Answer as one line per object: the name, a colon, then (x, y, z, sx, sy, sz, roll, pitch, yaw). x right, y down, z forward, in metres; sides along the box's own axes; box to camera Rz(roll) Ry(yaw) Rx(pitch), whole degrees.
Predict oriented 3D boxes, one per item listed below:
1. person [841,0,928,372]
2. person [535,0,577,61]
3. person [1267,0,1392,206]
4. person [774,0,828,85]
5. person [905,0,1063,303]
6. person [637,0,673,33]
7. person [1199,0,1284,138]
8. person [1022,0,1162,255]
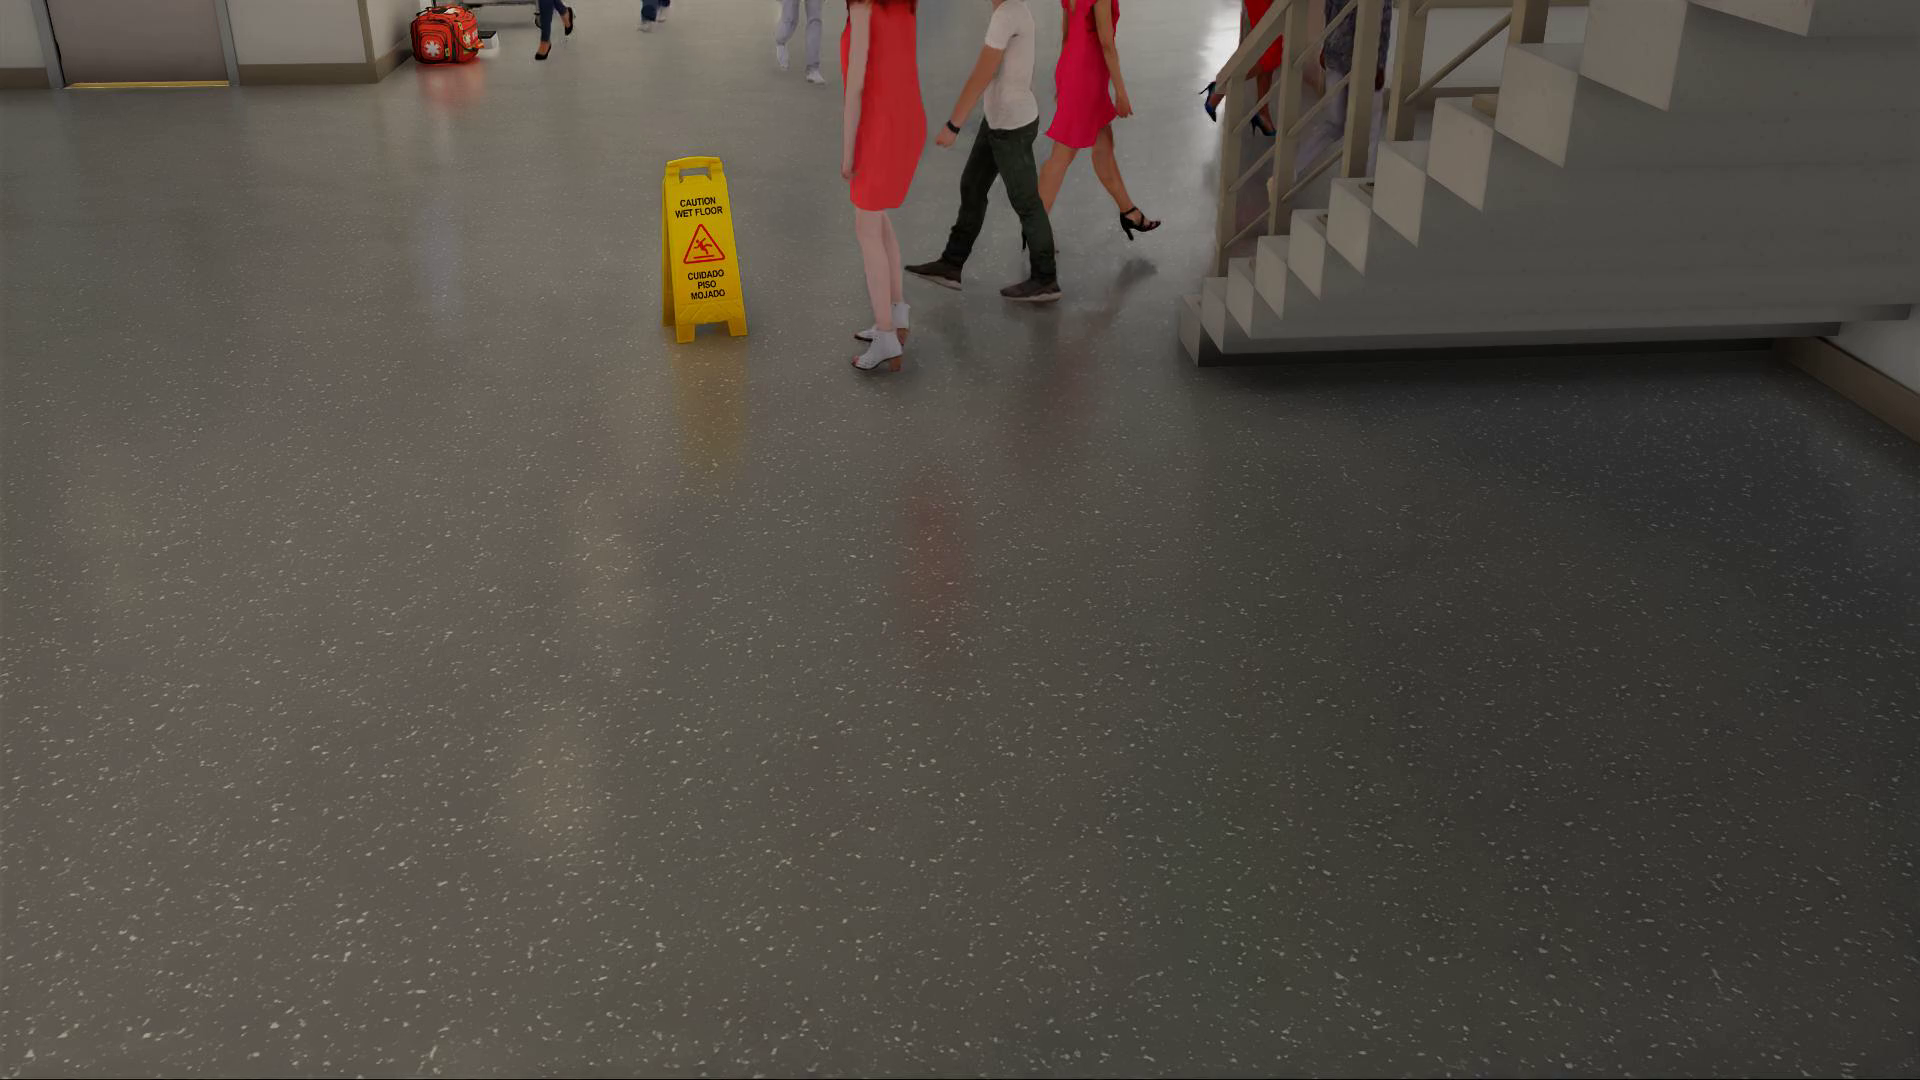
person: (-0.260, -1.610, 6.883, 0.816, 1.786, 0.721, 7, 27, 15)
person: (-3.442, -4.907, 13.749, 0.840, 1.761, 1.179, 7, 27, 14)
person: (1.996, -2.532, 8.758, 0.986, 1.819, 1.053, -12, 28, -23)
person: (-1.236, -4.458, 12.694, 0.853, 1.869, 1.069, -11, 28, -22)
person: (0.303, -1.860, 7.582, 0.692, 1.628, 0.937, 1, 26, 2)
person: (-2.831, -5.550, 15.073, 0.936, 1.768, 1.261, 7, 27, 15)
person: (1.914, -3.479, 10.824, 0.678, 1.729, 0.768, 0, 26, -1)
person: (0.525, -2.249, 8.313, 0.731, 1.695, 0.957, -6, 26, -12)
